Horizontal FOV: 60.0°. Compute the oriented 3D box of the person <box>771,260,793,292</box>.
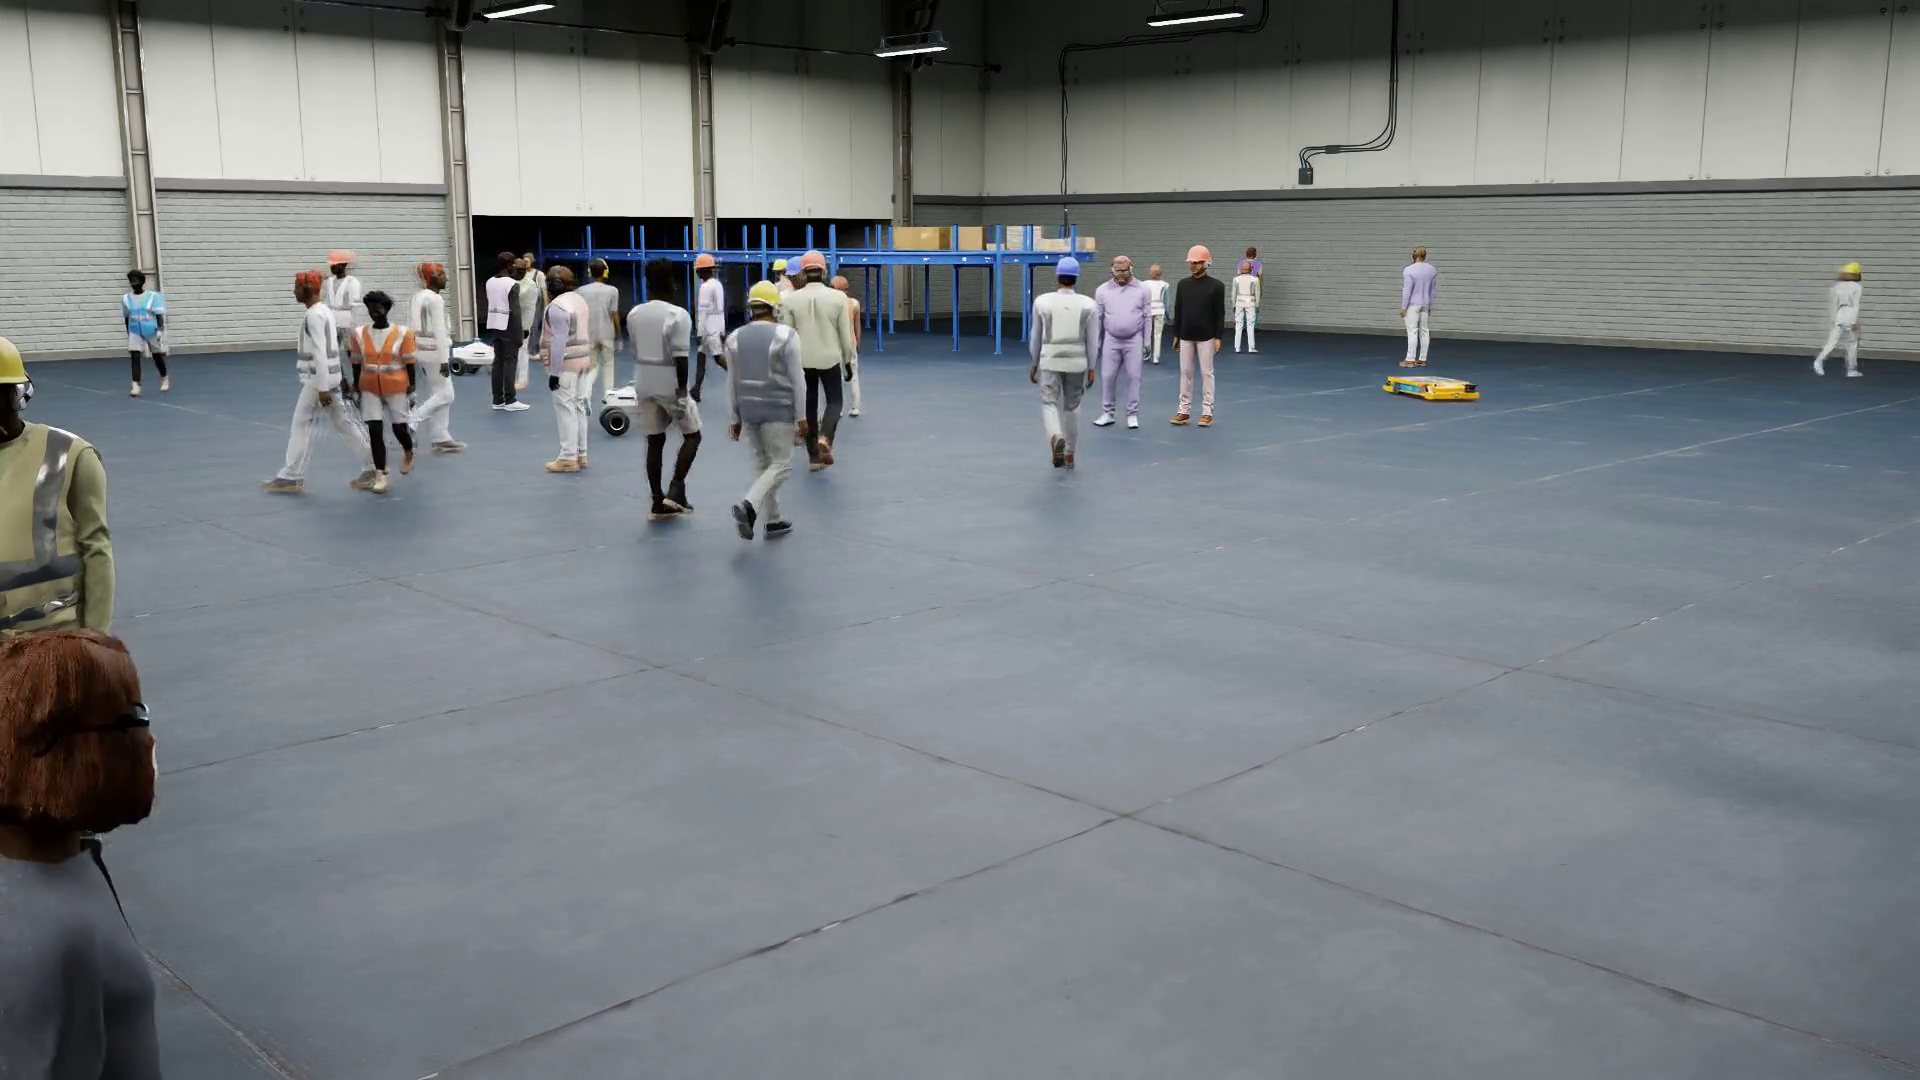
[{"bbox_3d":[-2.716,-3.298,24.798,0.739,1.736,0.553,6,12,28],"label":"person"}]

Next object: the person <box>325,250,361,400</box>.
[{"bbox_3d":[-7.968,-2.760,21.397,0.578,1.920,0.530,6,12,28],"label":"person"}]

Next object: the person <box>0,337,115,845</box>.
[{"bbox_3d":[-2.944,0.265,5.151,0.599,1.832,0.404,-2,11,-11],"label":"person"}]

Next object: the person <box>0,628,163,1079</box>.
[{"bbox_3d":[-1.154,0.909,2.231,0.449,1.618,0.509,-8,13,-39],"label":"person"}]

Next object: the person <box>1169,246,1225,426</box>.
[{"bbox_3d":[2.642,-2.270,18.545,0.631,1.990,0.404,7,13,34],"label":"person"}]

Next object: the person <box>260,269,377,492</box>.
[{"bbox_3d":[-5.311,-1.328,13.845,0.999,1.837,0.595,-2,11,-10],"label":"person"}]

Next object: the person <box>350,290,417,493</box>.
[{"bbox_3d":[-4.796,-1.259,13.925,0.537,1.671,0.620,-1,10,-6],"label":"person"}]

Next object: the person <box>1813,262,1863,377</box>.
[{"bbox_3d":[13.247,-3.306,24.946,0.774,1.719,0.492,-4,11,-19],"label":"person"}]

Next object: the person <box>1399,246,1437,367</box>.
[{"bbox_3d":[7.377,-3.765,26.836,0.635,1.939,0.366,-5,12,-26],"label":"person"}]

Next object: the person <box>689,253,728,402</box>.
[{"bbox_3d":[-3.096,-2.683,21.090,1.000,1.895,0.554,1,10,8],"label":"person"}]

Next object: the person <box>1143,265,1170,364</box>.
[{"bbox_3d":[3.222,-3.742,27.623,0.538,1.604,0.805,1,10,6],"label":"person"}]

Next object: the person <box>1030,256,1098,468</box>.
[{"bbox_3d":[0.941,-1.584,14.981,0.617,1.925,0.729,-1,10,-3],"label":"person"}]

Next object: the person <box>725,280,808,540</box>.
[{"bbox_3d":[-1.365,-0.882,11.473,0.587,1.805,0.729,6,12,28],"label":"person"}]

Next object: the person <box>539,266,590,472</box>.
[{"bbox_3d":[-3.578,-1.545,15.065,0.430,1.841,0.641,2,11,9],"label":"person"}]

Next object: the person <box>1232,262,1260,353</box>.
[{"bbox_3d":[5.142,-4.184,29.949,0.514,1.636,0.315,5,12,26],"label":"person"}]

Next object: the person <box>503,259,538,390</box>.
[{"bbox_3d":[-6.106,-2.945,22.783,0.697,1.795,0.682,3,11,13],"label":"person"}]

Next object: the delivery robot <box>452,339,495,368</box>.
[{"bbox_3d":[-7.368,-2.834,25.396,0.707,0.478,0.477,2,11,12],"label":"delivery robot"}]

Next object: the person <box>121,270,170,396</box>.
[{"bbox_3d":[-10.898,-2.786,22.262,0.536,1.659,0.852,-1,10,-8],"label":"person"}]

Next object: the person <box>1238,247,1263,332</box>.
[{"bbox_3d":[6.385,-5.519,36.658,0.570,1.843,0.372,5,11,23],"label":"person"}]

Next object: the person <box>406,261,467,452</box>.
[{"bbox_3d":[-5.169,-1.771,16.167,0.594,1.864,0.592,-6,12,-28],"label":"person"}]

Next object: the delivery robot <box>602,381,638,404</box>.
[{"bbox_3d":[-3.505,-1.599,17.954,0.698,0.223,0.335,-3,11,-17],"label":"delivery robot"}]

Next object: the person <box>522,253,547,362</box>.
[{"bbox_3d":[-7.262,-3.908,27.988,0.528,1.795,0.937,3,11,18],"label":"person"}]

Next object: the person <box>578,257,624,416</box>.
[{"bbox_3d":[-4.155,-2.316,19.191,0.526,1.849,0.527,2,11,13],"label":"person"}]

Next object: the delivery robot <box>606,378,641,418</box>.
[{"bbox_3d":[-3.558,-1.559,18.446,0.707,0.478,0.477,-1,10,-4],"label":"delivery robot"}]

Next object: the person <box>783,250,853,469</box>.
[{"bbox_3d":[-1.287,-1.613,14.981,0.636,1.979,0.524,1,10,5],"label":"person"}]

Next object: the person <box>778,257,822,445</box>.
[{"bbox_3d":[-1.620,-1.979,17.236,0.636,1.898,0.991,4,11,23],"label":"person"}]

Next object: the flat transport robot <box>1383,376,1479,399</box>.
[{"bbox_3d":[6.226,-2.028,22.032,0.652,0.197,1.431,-2,11,-12],"label":"flat transport robot"}]

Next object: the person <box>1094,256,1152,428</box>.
[{"bbox_3d":[1.797,-2.187,18.400,0.661,1.886,0.416,2,11,9],"label":"person"}]

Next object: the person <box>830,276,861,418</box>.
[{"bbox_3d":[-1.379,-2.247,19.376,0.523,1.638,0.310,-7,13,-34],"label":"person"}]

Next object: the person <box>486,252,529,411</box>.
[{"bbox_3d":[-5.536,-2.541,20.243,0.588,1.913,0.377,8,13,39],"label":"person"}]

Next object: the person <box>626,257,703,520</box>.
[{"bbox_3d":[-2.201,-1.129,12.422,0.616,1.948,0.427,5,12,27],"label":"person"}]
